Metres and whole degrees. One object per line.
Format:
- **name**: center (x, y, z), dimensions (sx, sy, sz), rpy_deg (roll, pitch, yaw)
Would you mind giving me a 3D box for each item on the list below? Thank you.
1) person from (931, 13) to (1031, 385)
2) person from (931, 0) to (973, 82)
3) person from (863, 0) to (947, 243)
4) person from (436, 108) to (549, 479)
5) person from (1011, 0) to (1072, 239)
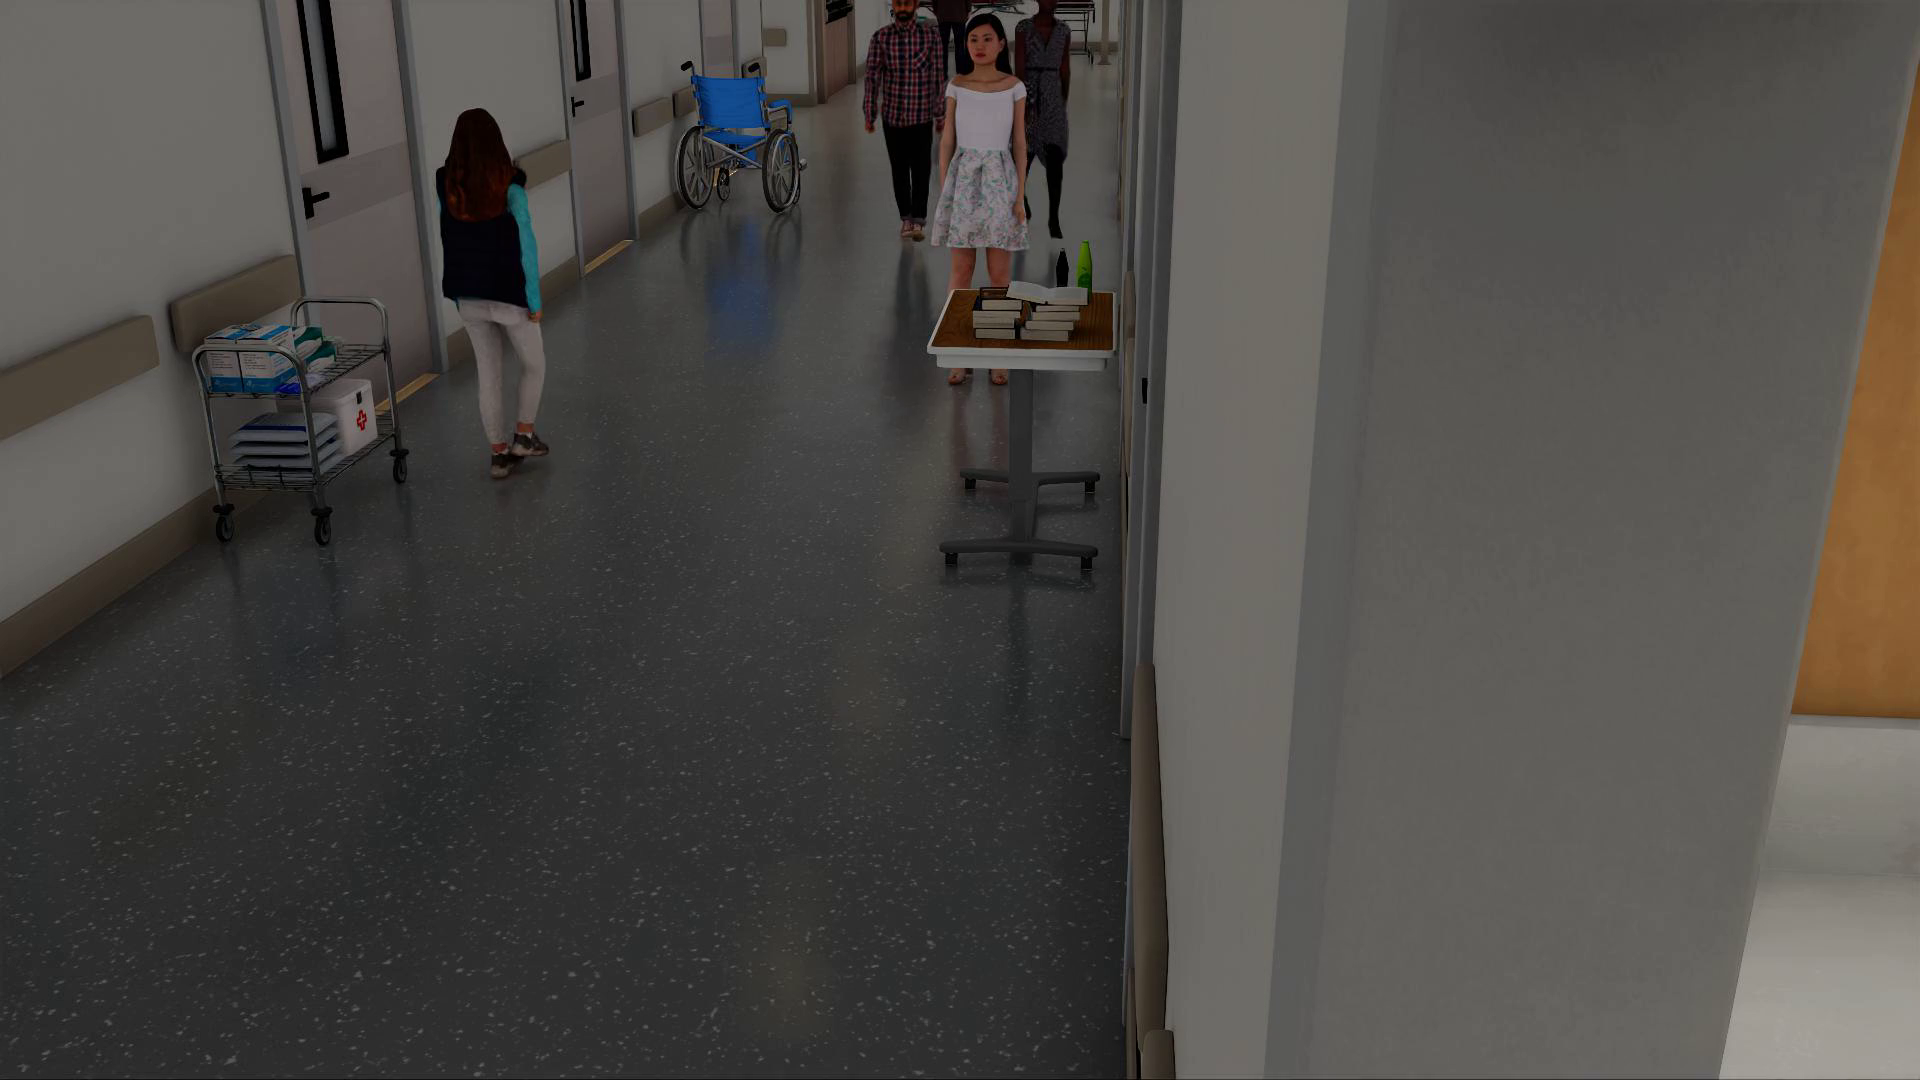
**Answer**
- **person**: center (0.109, -1.641, 8.112), dimensions (0.633, 1.774, 0.615), rpy_deg (1, 21, 4)
- **person**: center (-0.116, -7.308, 22.970), dimensions (0.810, 1.848, 0.747), rpy_deg (7, 22, 17)
- **person**: center (-0.361, -2.998, 11.744), dimensions (0.709, 1.739, 0.994), rpy_deg (1, 21, 3)
- **person**: center (-1.922, -0.979, 6.761), dimensions (0.617, 1.492, 0.627), rpy_deg (4, 21, 11)
- **person**: center (0.529, -3.063, 11.912), dimensions (0.802, 1.743, 1.194), rpy_deg (-4, 21, -10)
